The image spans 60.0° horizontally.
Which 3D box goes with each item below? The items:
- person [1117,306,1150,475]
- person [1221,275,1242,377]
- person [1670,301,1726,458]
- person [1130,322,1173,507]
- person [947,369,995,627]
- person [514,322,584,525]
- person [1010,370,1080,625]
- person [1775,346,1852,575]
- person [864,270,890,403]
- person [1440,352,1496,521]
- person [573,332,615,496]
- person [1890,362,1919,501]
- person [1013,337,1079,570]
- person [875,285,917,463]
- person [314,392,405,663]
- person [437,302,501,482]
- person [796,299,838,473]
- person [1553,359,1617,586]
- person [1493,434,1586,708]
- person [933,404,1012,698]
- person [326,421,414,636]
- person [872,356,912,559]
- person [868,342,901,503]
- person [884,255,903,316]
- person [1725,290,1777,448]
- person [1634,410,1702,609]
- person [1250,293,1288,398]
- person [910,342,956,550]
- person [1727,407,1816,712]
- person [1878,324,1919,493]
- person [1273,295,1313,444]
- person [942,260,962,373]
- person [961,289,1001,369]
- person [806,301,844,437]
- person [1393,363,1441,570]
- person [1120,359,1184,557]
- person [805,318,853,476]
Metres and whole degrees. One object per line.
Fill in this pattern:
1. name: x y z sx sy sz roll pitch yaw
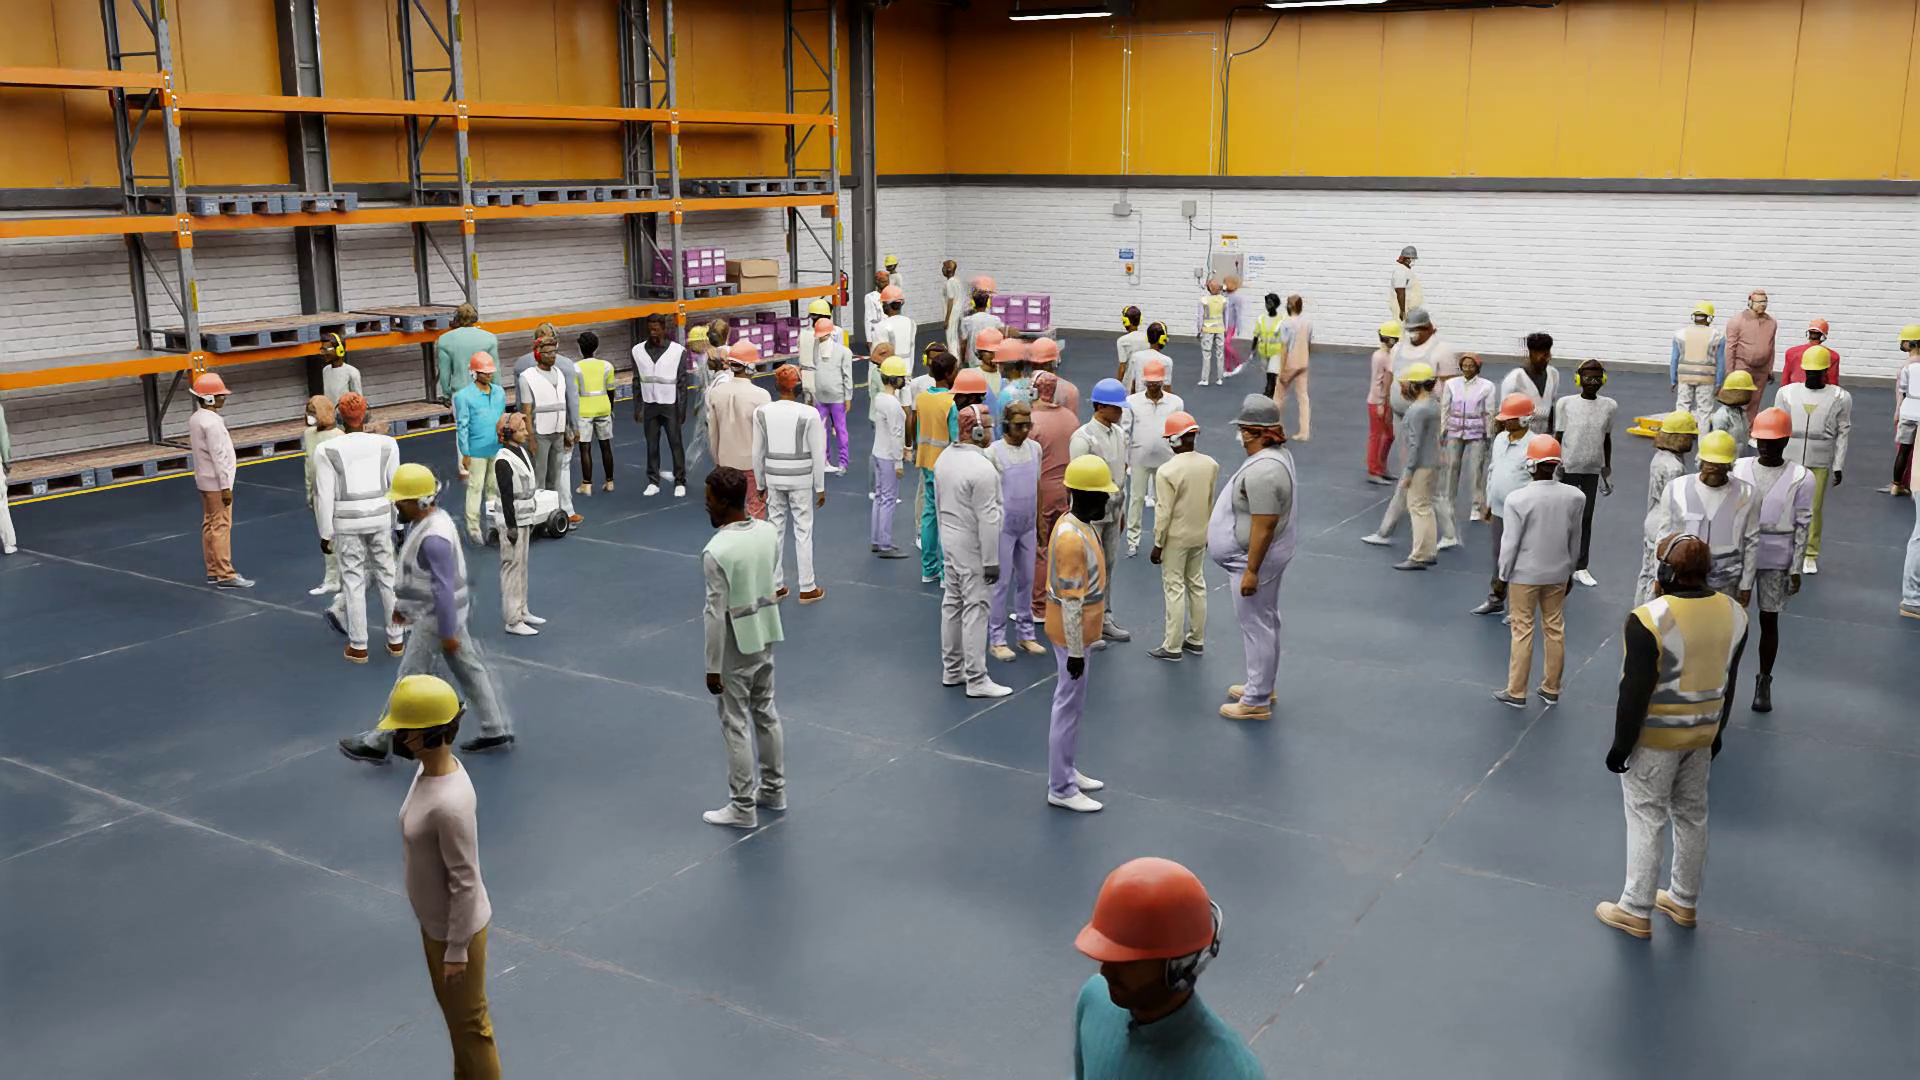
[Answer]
1. person: 1.894 -1.648 18.346 0.521 1.865 0.328 -9 16 -34
2. person: 4.237 -3.385 26.414 0.344 1.622 0.504 -5 14 -20
3. person: 8.574 -1.860 19.357 0.591 1.820 0.404 9 16 35
4. person: 1.922 -1.255 16.670 0.527 1.856 0.335 12 18 42
5. person: 0.079 -0.306 12.359 0.354 1.939 0.545 -1 13 -5
6. person: -3.882 -1.085 15.735 0.635 1.937 0.353 4 13 15
7. person: 0.604 -0.322 12.495 0.405 1.906 0.653 11 17 40
8. person: 7.104 -0.672 13.972 0.594 1.924 0.375 9 16 33
9. person: -1.111 -2.880 23.640 0.338 1.882 0.583 13 18 43
10. person: 4.886 -1.000 16.049 0.519 1.632 0.317 8 15 32
11. person: -3.818 -1.306 17.223 0.542 1.695 0.316 -9 16 -35
12. person: 9.811 -1.240 16.958 0.321 1.685 0.542 -6 14 -25
13. person: 0.694 -0.710 13.989 0.611 1.994 0.378 6 14 25
14. person: -0.759 -1.853 18.835 0.389 2.045 0.606 11 17 39
15. person: -4.138 -0.086 11.526 0.579 1.880 0.342 -9 15 -33
16. person: -5.265 -1.588 17.916 0.635 1.939 0.366 -4 14 -17
17. person: -1.572 -1.705 18.476 0.401 1.917 0.593 -11 17 -39
18. person: 5.067 -0.547 13.551 0.519 1.874 0.331 0 13 1
19. person: 3.663 0.196 10.580 0.560 1.753 0.328 -3 13 -12
20. person: 0.089 0.066 10.812 0.400 1.910 0.643 -7 15 -27
21. person: -4.219 -0.069 12.059 0.718 1.602 0.530 -12 18 -42
22. person: -0.598 -0.723 14.545 0.324 1.768 0.524 -4 14 -17
23. person: -0.782 -1.191 16.862 0.279 1.632 0.502 -4 13 -15
24. person: -1.205 -4.171 29.527 0.344 1.758 0.535 -9 16 -34
25. person: 9.487 -2.041 19.955 0.639 1.909 0.409 -2 13 -9
26. person: 4.957 -0.045 11.654 0.310 1.743 0.493 2 13 9
27. person: 4.224 -2.529 22.645 0.543 1.646 0.889 12 17 41
28. person: -0.209 -0.836 14.818 0.513 1.867 0.328 -10 16 -36
29. person: 5.039 0.122 10.501 0.542 1.939 0.364 9 16 34
30. person: 9.848 -1.359 17.321 0.341 1.759 0.525 12 17 41
31. person: 4.077 -2.126 20.553 0.536 1.793 0.960 -6 14 -25
32. person: -0.155 -3.569 26.715 0.343 1.846 0.507 3 13 11
33. person: 0.267 -2.158 20.574 0.508 1.860 0.334 1 13 3
34. person: -1.687 -2.139 20.835 0.540 1.695 0.317 3 13 14
35. person: 3.890 -0.618 14.142 0.352 1.750 0.563 10 16 37
36. person: 1.677 -0.714 14.533 0.573 1.748 0.332 -1 13 -2
37. person: -1.454 -1.578 18.322 0.570 1.737 0.353 5 14 20
